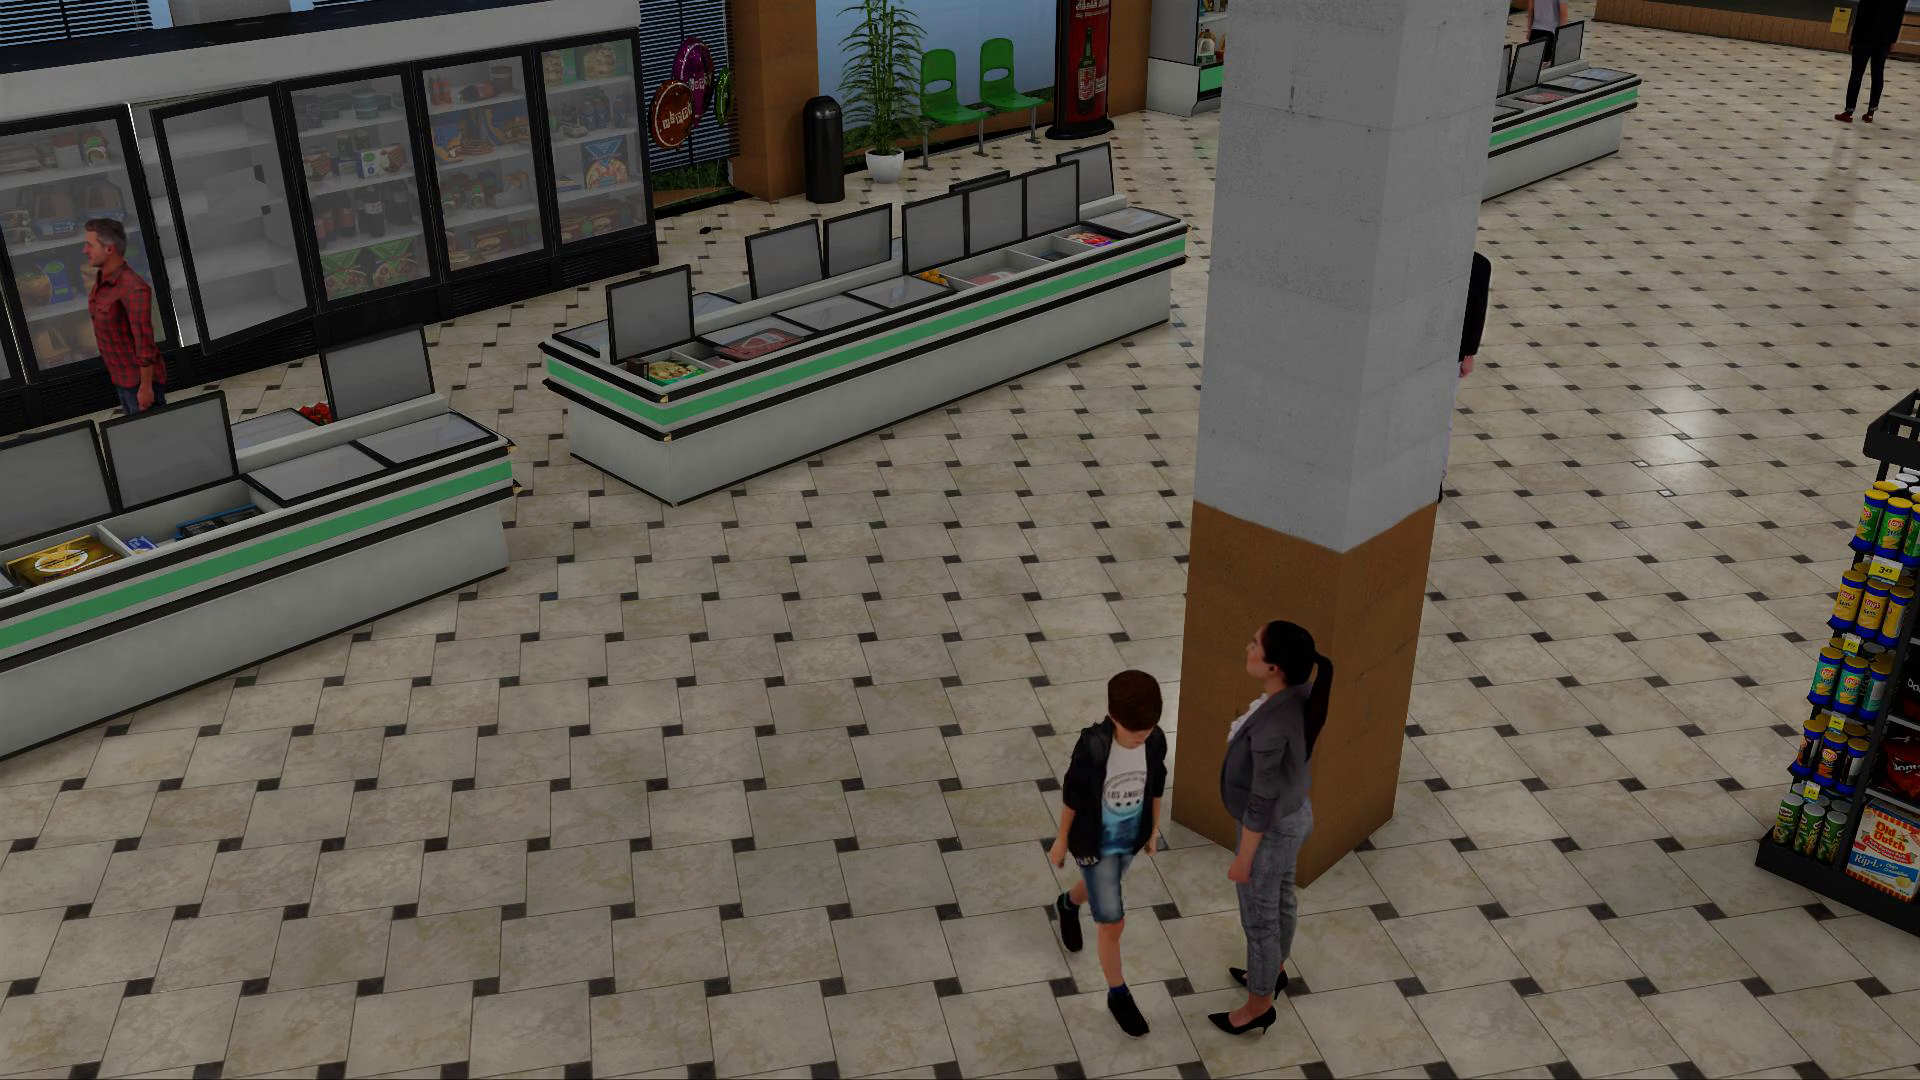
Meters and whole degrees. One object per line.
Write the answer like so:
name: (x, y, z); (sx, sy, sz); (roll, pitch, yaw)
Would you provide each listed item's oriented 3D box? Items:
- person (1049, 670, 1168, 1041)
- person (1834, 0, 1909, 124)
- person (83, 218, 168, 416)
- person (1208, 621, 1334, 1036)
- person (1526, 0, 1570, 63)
person: (0.518, 1.048, 6.103); (0.984, 1.409, 0.814); (-13, 30, -24)
person: (10.392, -5.679, 18.917); (0.782, 1.818, 0.825); (2, 27, 4)
person: (-4.751, -0.970, 9.616); (0.556, 1.831, 0.691); (-22, 34, -36)
person: (1.096, 1.026, 5.851); (0.738, 1.678, 0.607); (14, 30, 26)
person: (6.734, -5.819, 19.142); (0.606, 1.863, 0.706); (-17, 32, -31)
